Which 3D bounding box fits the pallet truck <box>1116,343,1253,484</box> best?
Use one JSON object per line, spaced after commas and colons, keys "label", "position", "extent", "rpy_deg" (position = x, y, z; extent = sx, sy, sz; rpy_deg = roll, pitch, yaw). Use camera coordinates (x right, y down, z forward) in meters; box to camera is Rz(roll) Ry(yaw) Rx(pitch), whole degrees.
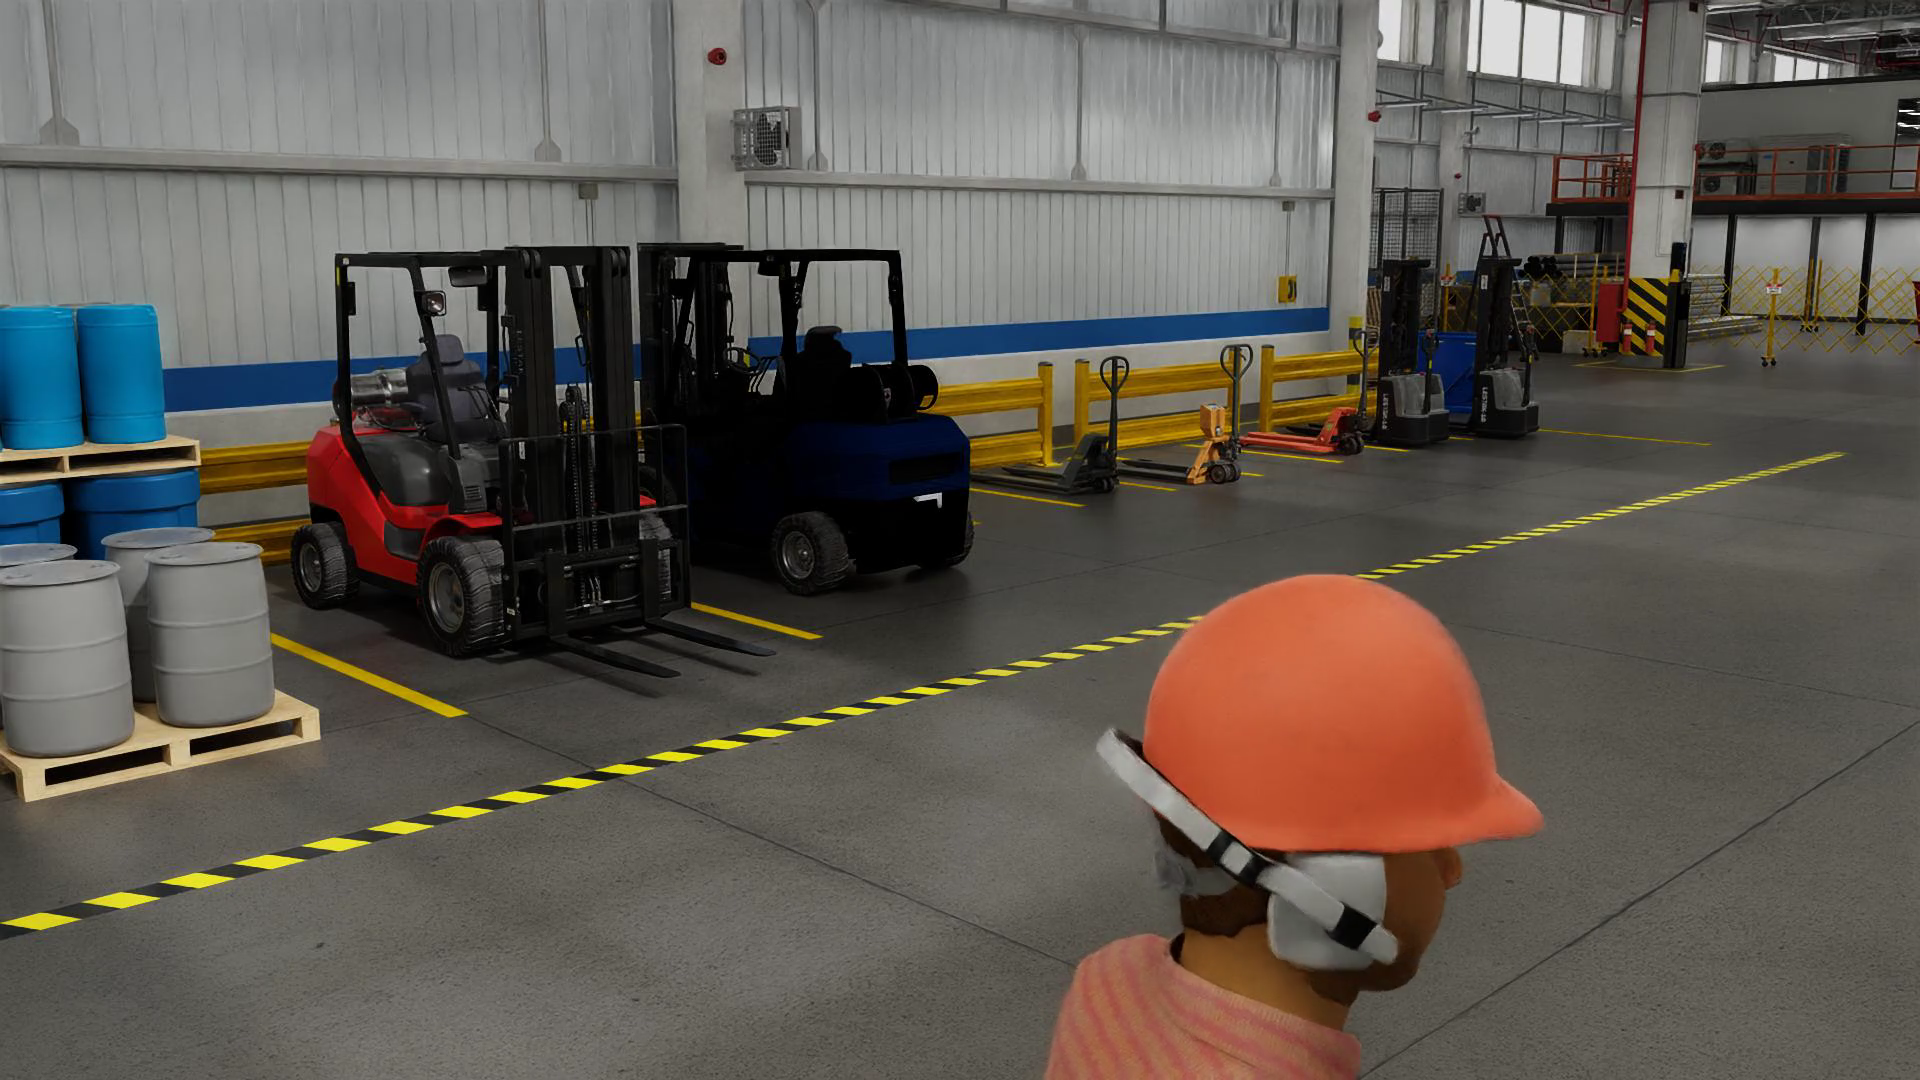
{"label": "pallet truck", "position": [1.962, -1.215, 15.415], "extent": [1.522, 1.261, 0.704], "rpy_deg": [10, 14, 43]}

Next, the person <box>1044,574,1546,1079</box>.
{"label": "person", "position": [0.241, 1.007, 1.381], "extent": [0.393, 1.991, 0.626], "rpy_deg": [-2, 11, -10]}

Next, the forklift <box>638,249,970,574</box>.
{"label": "forklift", "position": [-1.173, -0.958, 11.239], "extent": [2.680, 1.987, 1.157], "rpy_deg": [10, 14, 43]}

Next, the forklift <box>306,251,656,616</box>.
{"label": "forklift", "position": [-2.833, -0.669, 9.694], "extent": [1.157, 1.987, 2.680], "rpy_deg": [-10, 14, -44]}

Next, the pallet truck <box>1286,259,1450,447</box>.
{"label": "pallet truck", "position": [4.493, -2.078, 18.196], "extent": [0.823, 1.965, 1.885], "rpy_deg": [-9, 14, -40]}

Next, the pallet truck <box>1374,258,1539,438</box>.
{"label": "pallet truck", "position": [5.704, -2.208, 18.901], "extent": [1.885, 1.965, 0.823], "rpy_deg": [10, 14, 43]}

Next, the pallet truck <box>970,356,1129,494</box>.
{"label": "pallet truck", "position": [0.784, -1.085, 14.876], "extent": [0.680, 1.201, 1.601], "rpy_deg": [-10, 14, -44]}

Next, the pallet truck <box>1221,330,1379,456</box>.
{"label": "pallet truck", "position": [3.563, -1.581, 17.381], "extent": [0.653, 1.274, 1.630], "rpy_deg": [-10, 14, -44]}
